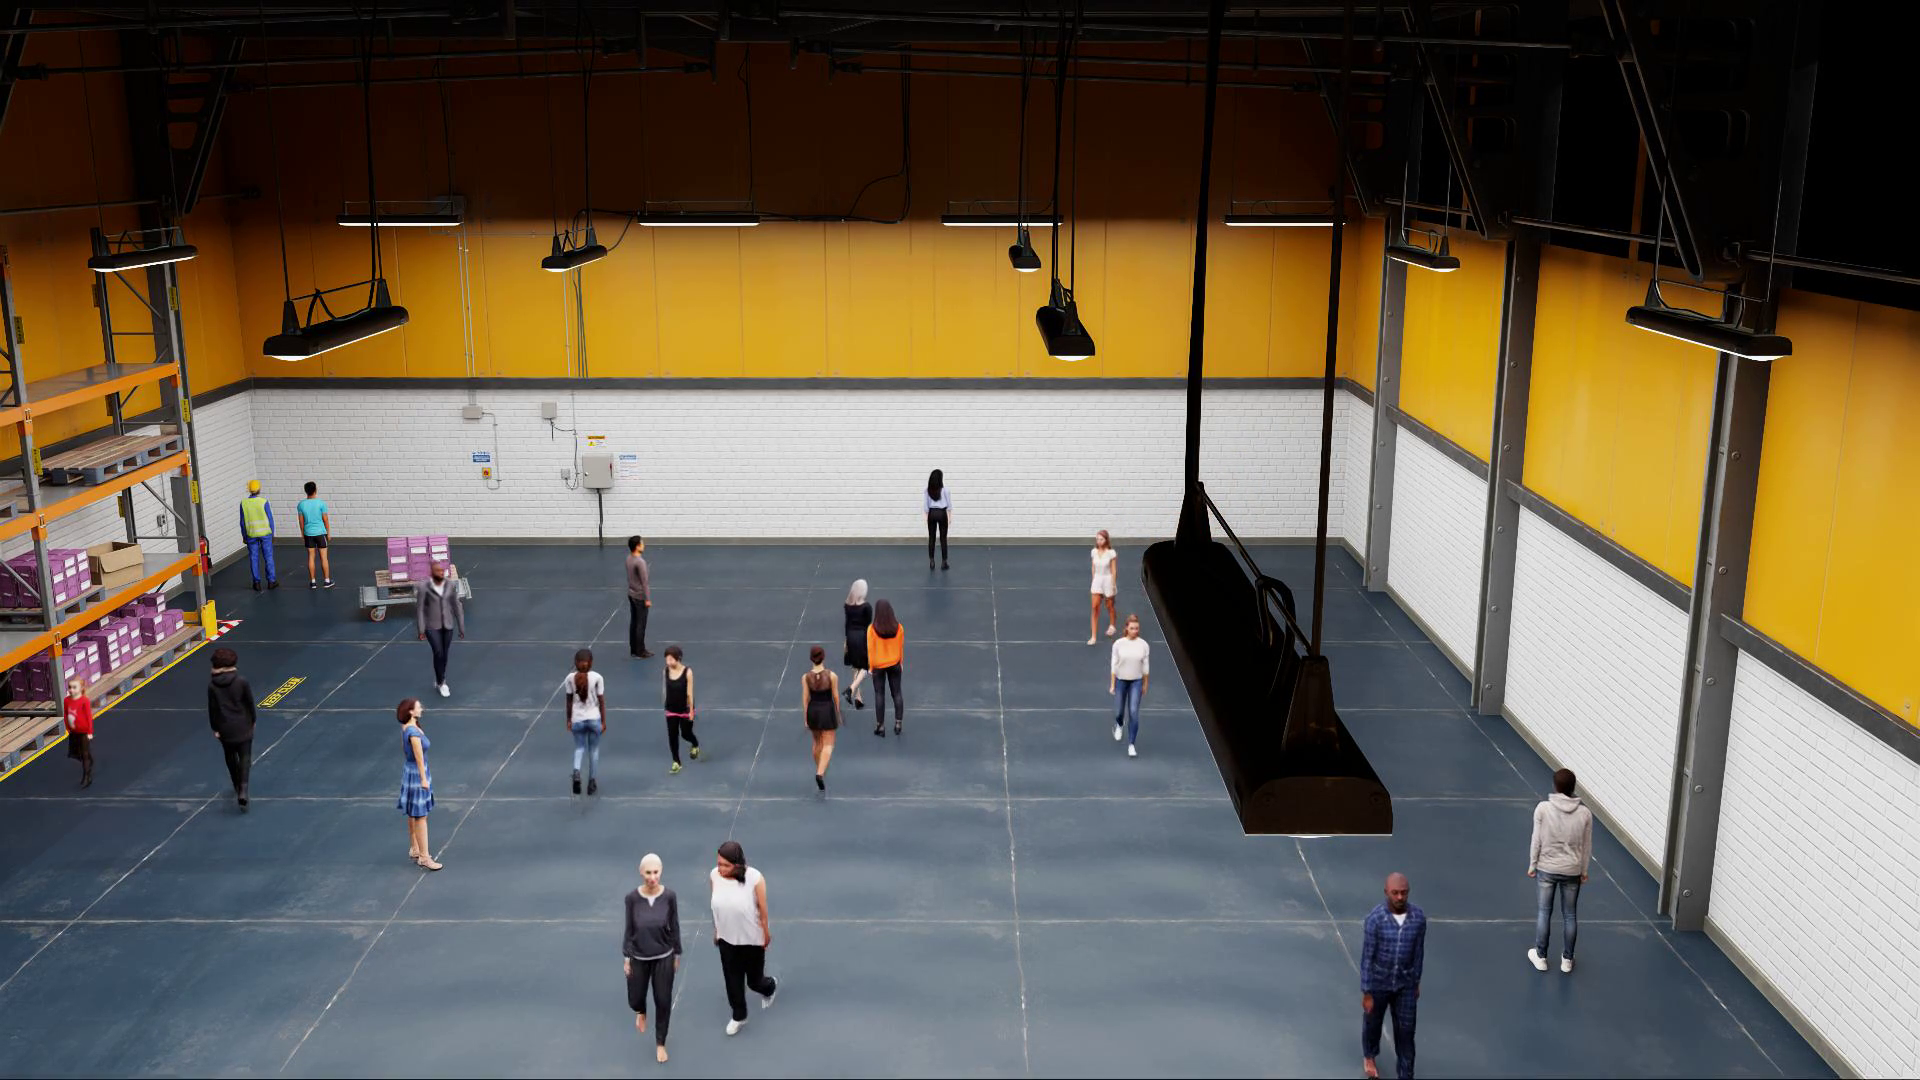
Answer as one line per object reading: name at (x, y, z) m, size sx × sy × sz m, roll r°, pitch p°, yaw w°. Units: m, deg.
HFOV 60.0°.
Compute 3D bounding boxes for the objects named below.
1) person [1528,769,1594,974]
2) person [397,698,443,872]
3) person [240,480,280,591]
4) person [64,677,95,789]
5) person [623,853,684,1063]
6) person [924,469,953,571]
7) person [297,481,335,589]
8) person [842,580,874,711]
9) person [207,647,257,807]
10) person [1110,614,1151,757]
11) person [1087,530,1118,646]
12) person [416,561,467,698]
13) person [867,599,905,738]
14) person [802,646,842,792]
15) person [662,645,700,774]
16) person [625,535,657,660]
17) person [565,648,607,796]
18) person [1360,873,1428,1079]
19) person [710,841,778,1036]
person at (5.305, 2.920, 14.731) m, size 0.701 × 1.846 × 0.622 m, roll 2°, pitch 14°, yaw 9°
person at (-5.468, 2.446, 16.775) m, size 0.814 × 1.806 × 0.710 m, roll -9°, pitch 16°, yaw -34°
person at (-11.504, -0.093, 27.247) m, size 0.729 × 1.812 × 0.675 m, roll -4°, pitch 14°, yaw -17°
person at (-10.032, 2.175, 19.027) m, size 0.508 × 1.273 × 0.689 m, roll 1°, pitch 14°, yaw 4°
person at (-2.500, 3.306, 13.416) m, size 0.718 × 1.715 × 0.851 m, roll -3°, pitch 14°, yaw -11°
person at (-0.387, -0.359, 28.492) m, size 0.700 × 1.743 × 0.639 m, roll 4°, pitch 14°, yaw 15°
person at (-10.586, -0.090, 27.310) m, size 0.648 × 1.776 × 0.573 m, roll -2°, pitch 14°, yaw -9°
person at (-1.306, 1.377, 21.336) m, size 0.848 × 1.737 × 0.943 m, roll 7°, pitch 15°, yaw 28°
person at (-8.024, 2.078, 18.408) m, size 0.810 × 1.753 × 1.180 m, roll -4°, pitch 14°, yaw -14°
person at (2.020, 1.722, 19.974) m, size 0.636 × 1.707 × 0.804 m, roll 1°, pitch 14°, yaw 3°
person at (2.161, 0.679, 24.412) m, size 0.929 × 1.646 × 1.204 m, roll 7°, pitch 15°, yaw 26°
person at (-6.973, 1.154, 22.138) m, size 0.991 × 1.794 × 1.055 m, roll -11°, pitch 18°, yaw -39°
person at (-0.907, 1.566, 20.533) m, size 0.680 × 1.748 × 0.651 m, roll -4°, pitch 14°, yaw -17°
person at (-1.578, 2.026, 18.836) m, size 0.686 × 1.653 × 1.044 m, roll 2°, pitch 14°, yaw 9°
person at (-3.240, 1.946, 19.418) m, size 0.679 × 1.533 × 0.836 m, roll 4°, pitch 14°, yaw 17°
person at (-4.586, 0.799, 23.659) m, size 0.676 × 1.766 × 0.777 m, roll 10°, pitch 17°, yaw 35°
person at (-4.175, 2.068, 18.553) m, size 0.578 × 1.705 × 0.775 m, roll -1°, pitch 14°, yaw -4°
person at (3.311, 3.392, 12.933) m, size 0.698 × 1.775 × 1.076 m, roll -1°, pitch 14°, yaw -3°
person at (-1.780, 3.242, 13.771) m, size 0.839 × 1.672 × 0.913 m, roll 4°, pitch 14°, yaw 16°
